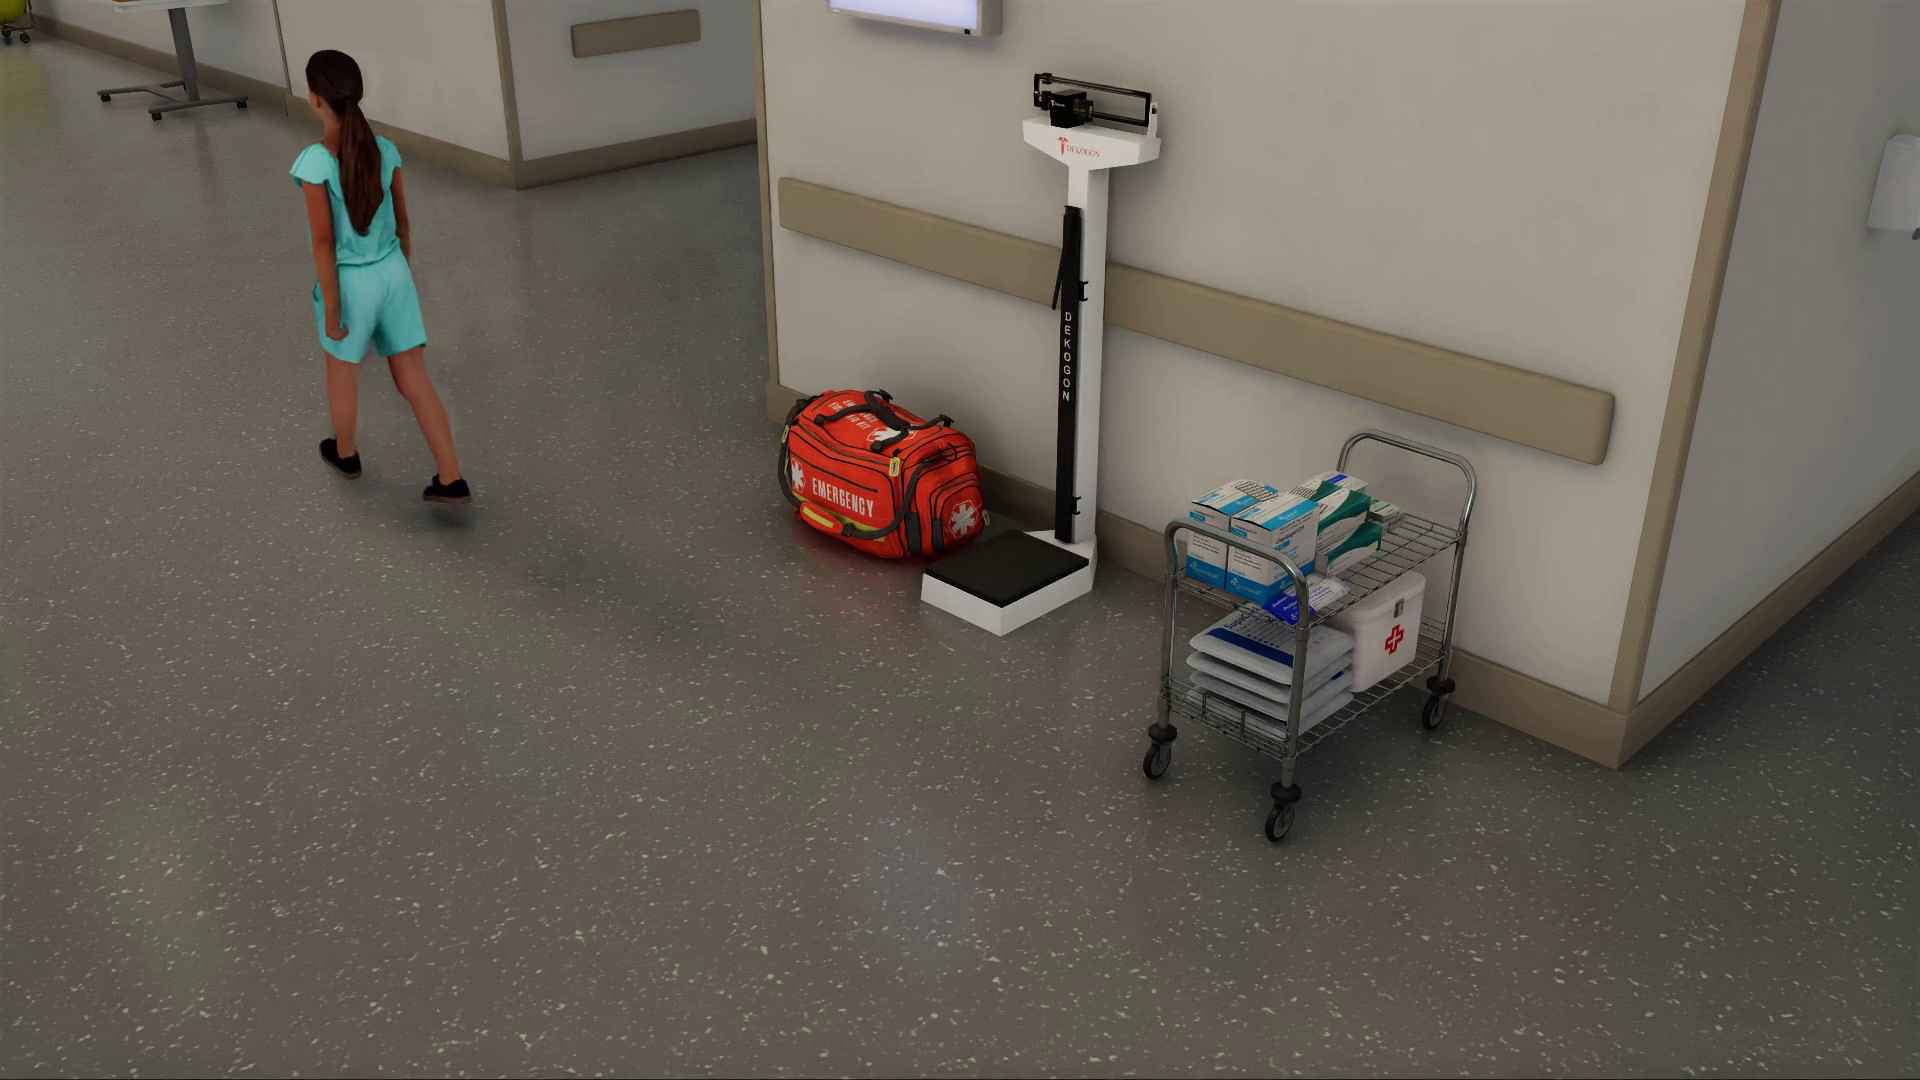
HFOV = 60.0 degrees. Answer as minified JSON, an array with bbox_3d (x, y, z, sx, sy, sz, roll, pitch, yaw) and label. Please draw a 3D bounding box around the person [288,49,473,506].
[{"bbox_3d":[-1.927,-0.810,5.548,1.059,1.519,0.557,22,33,38],"label":"person"}]
